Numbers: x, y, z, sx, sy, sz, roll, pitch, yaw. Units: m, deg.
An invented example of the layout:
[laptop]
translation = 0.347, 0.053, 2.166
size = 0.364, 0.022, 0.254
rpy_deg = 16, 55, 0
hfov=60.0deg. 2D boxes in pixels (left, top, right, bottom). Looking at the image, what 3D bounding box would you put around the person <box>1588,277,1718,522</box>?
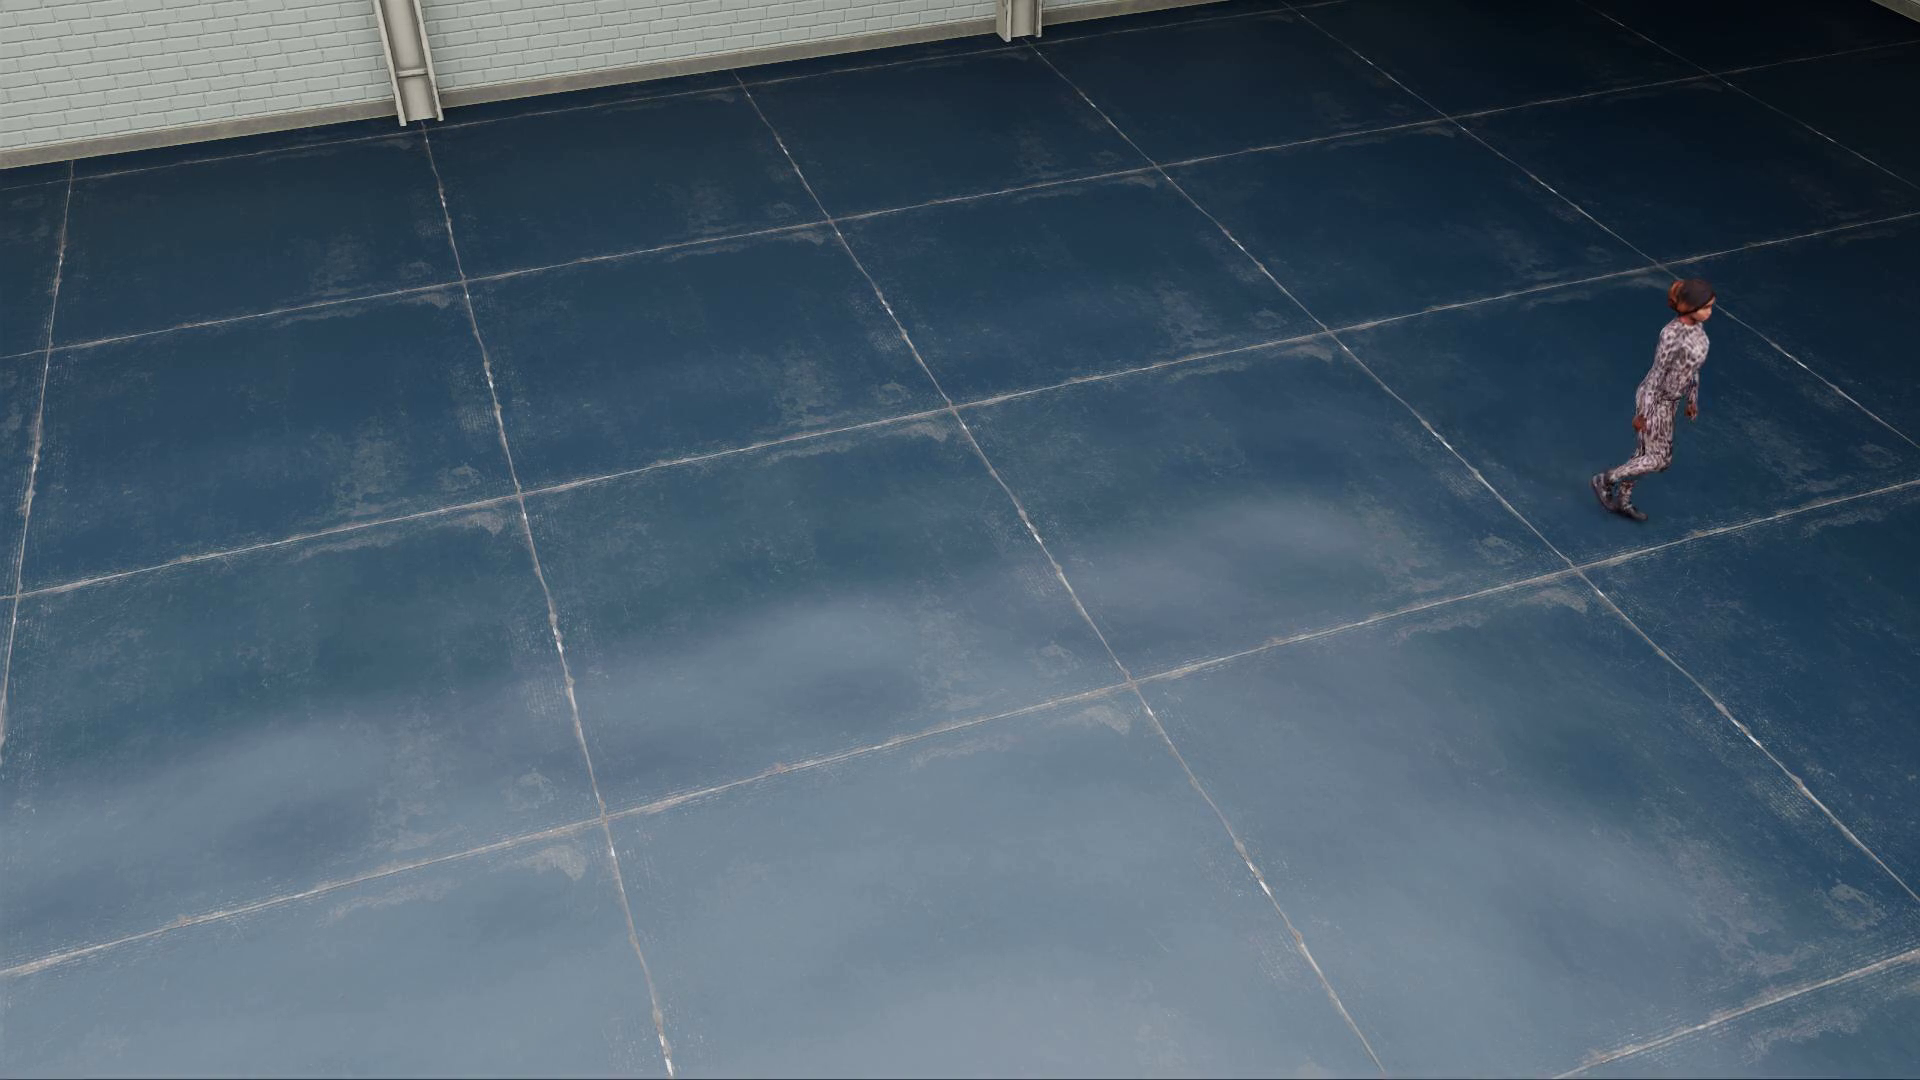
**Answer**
[person]
translation = 4.210, -0.870, 10.190
size = 0.789, 1.704, 0.749
rpy_deg = 31, 47, 33
